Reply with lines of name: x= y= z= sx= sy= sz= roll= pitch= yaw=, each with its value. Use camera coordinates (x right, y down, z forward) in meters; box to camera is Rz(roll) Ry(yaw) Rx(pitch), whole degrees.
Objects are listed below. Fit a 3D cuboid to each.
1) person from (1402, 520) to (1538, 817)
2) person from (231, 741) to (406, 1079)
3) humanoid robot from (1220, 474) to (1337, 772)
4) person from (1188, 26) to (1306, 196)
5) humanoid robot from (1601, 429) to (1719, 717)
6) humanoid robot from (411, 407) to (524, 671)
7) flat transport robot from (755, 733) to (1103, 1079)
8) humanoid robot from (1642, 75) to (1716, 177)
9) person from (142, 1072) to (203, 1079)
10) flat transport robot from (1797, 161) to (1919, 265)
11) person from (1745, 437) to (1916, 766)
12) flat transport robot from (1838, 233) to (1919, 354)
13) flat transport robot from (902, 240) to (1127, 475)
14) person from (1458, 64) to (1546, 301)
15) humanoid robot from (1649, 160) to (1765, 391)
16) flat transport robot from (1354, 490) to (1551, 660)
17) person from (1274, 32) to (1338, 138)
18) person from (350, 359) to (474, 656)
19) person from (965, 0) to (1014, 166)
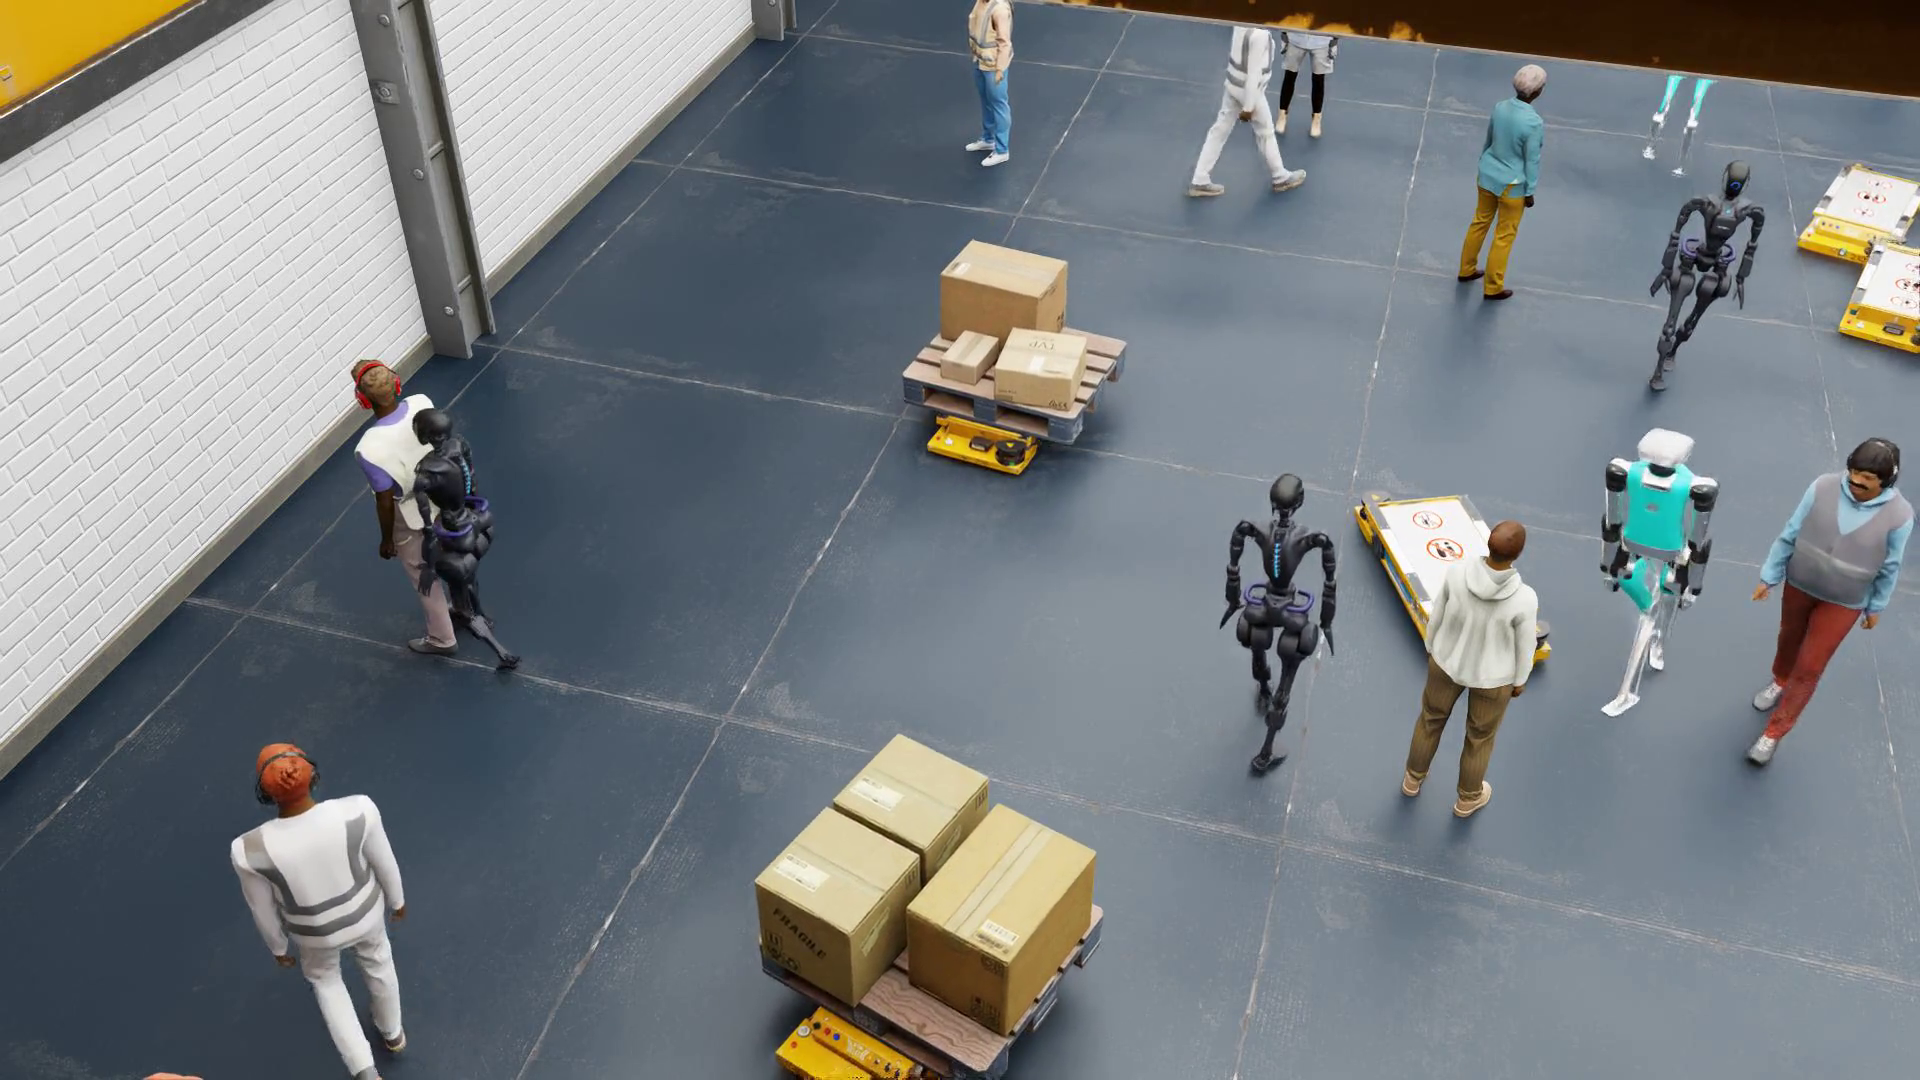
person: x=2.465 y=0.636 z=8.019 sx=0.520 sy=1.767 sz=0.374 roll=23 pitch=44 yaw=26
person: x=-2.523 y=1.578 z=6.763 sx=0.571 sy=1.870 sz=0.563 roll=-19 pitch=43 yaw=-22
humanoid robot: x=1.630 y=0.375 z=8.442 sx=0.603 sy=1.630 sz=0.697 roll=15 pitch=41 yaw=17
person: x=2.337 y=-3.598 z=13.238 sx=1.001 sy=1.831 sz=0.570 roll=-9 pitch=40 yaw=-11
humanoid robot: x=3.702 y=0.043 z=8.797 sx=0.593 sy=1.755 sz=0.952 roll=25 pitch=45 yaw=27
humanoid robot: x=-2.675 y=-0.002 z=8.923 sx=0.553 sy=1.650 sz=0.594 roll=9 pitch=40 yaw=11
flat transport robot: x=-0.137 y=1.969 z=7.555 sx=0.659 sy=0.231 sz=1.431 roll=23 pitch=44 yaw=26
humanoid robot: x=5.990 y=-3.862 z=13.668 sx=0.531 sy=1.814 sz=0.792 roll=23 pitch=44 yaw=26
person: x=-2.475 y=2.433 z=5.648 sx=0.551 sy=1.935 sz=0.365 roll=1 pitch=39 yaw=2
flat transport robot: x=7.208 y=-2.595 z=13.233 sx=0.659 sy=0.231 sz=1.431 roll=24 pitch=45 yaw=27
person: x=4.306 y=0.290 z=8.391 sx=0.877 sy=1.839 sz=0.562 roll=-30 pitch=48 yaw=-32
flat transport robot: x=6.980 y=-1.816 z=12.263 sx=0.659 sy=0.231 sz=1.431 roll=22 pitch=44 yaw=25
flat transport robot: x=0.379 y=-0.955 z=11.193 sx=0.659 sy=0.231 sz=1.431 roll=16 pitch=42 yaw=19
person: x=3.954 y=-2.584 z=12.044 sx=0.342 sy=1.750 sz=0.529 roll=-18 pitch=42 yaw=-21
humanoid robot: x=4.963 y=-1.756 z=11.086 sx=0.593 sy=1.638 sz=0.709 roll=9 pitch=40 yaw=11
flat transport robot: x=2.867 y=0.192 z=9.765 sx=0.659 sy=0.231 sz=1.431 roll=-5 pitch=39 yaw=-7
person: x=2.969 y=-4.249 z=14.157 sx=0.534 sy=1.689 sz=0.322 roll=10 pitch=40 yaw=12
person: x=-2.918 y=-0.150 z=8.936 sx=0.382 sy=1.839 sz=0.564 roll=13 pitch=41 yaw=16
person: x=0.264 y=-3.964 z=13.770 sx=0.368 sy=1.729 sz=0.488 roll=-14 pitch=41 yaw=-17
